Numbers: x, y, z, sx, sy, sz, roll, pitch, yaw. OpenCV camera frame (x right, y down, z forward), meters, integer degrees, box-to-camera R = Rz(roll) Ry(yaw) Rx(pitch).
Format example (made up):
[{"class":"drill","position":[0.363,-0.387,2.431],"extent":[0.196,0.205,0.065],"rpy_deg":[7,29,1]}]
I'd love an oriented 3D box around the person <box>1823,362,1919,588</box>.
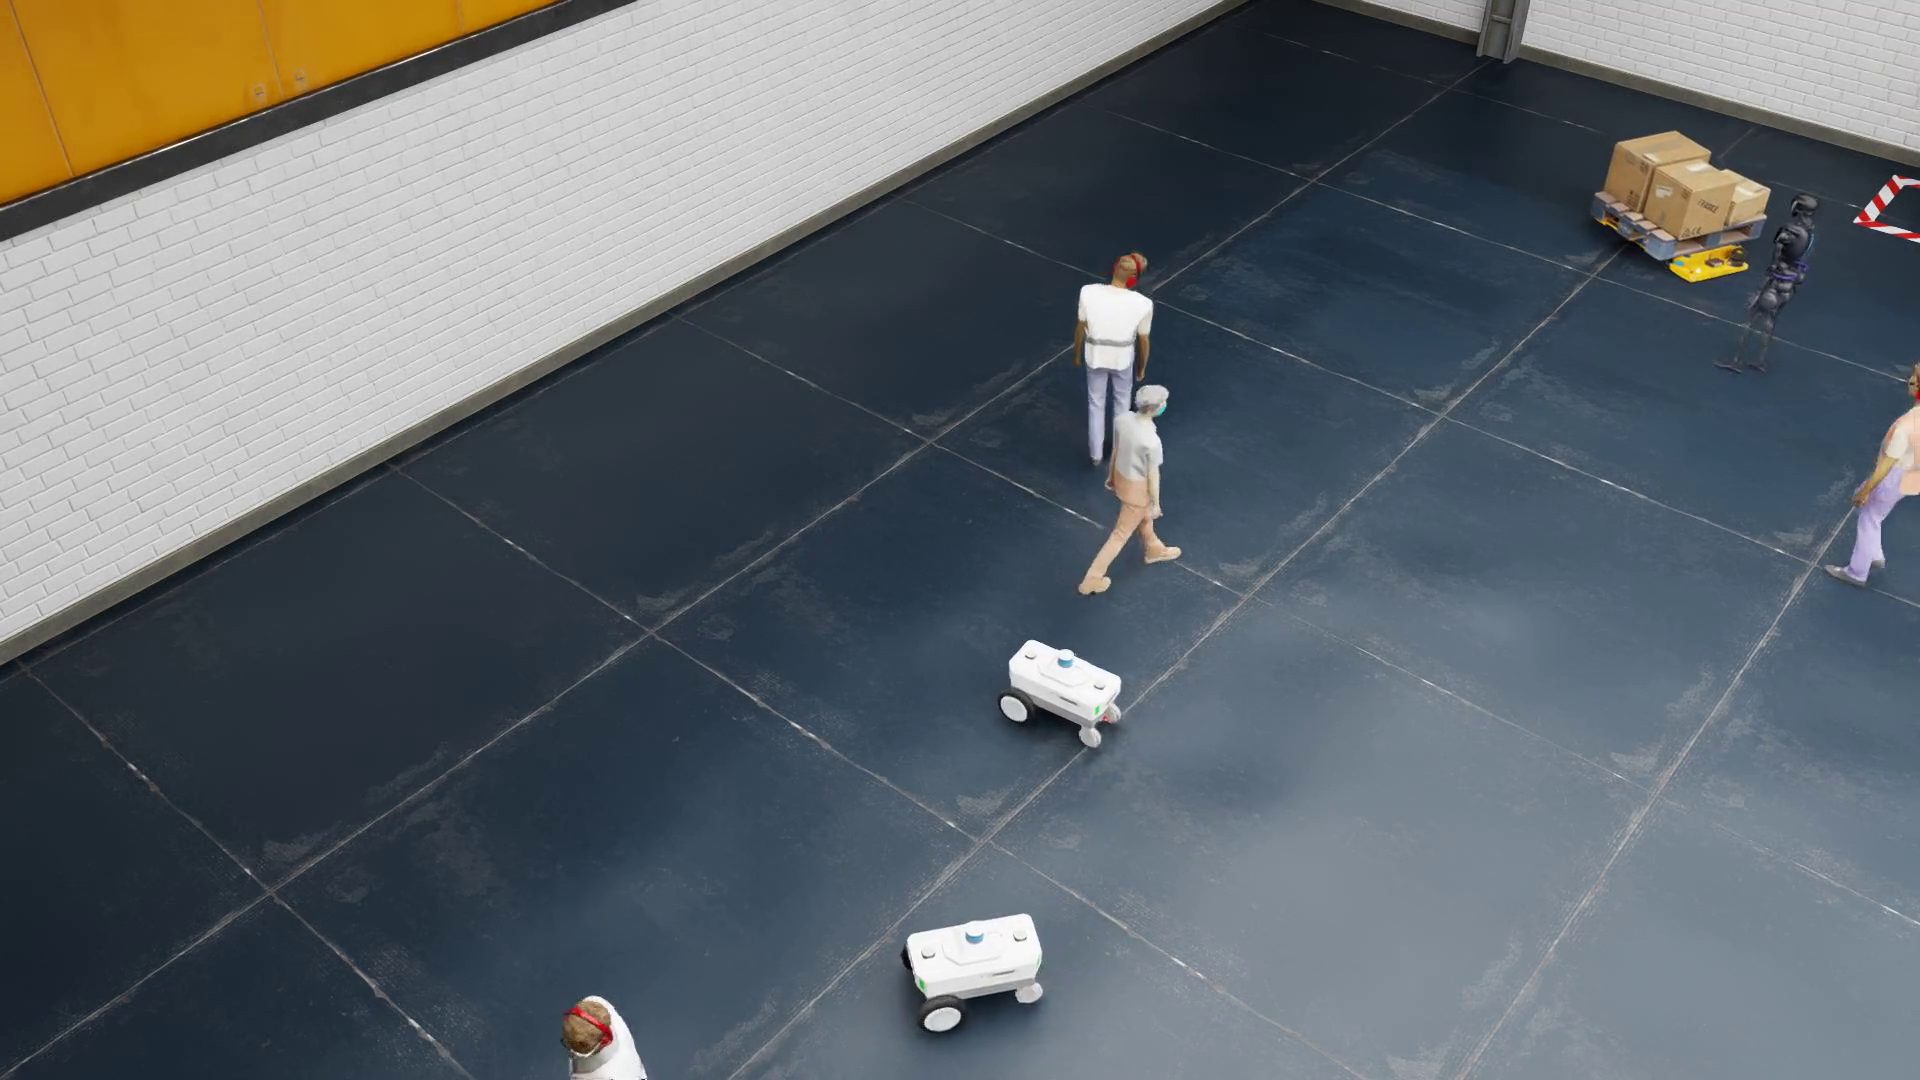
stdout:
[{"class":"person","position":[6.485,-0.438,11.587],"extent":[0.589,1.826,0.473],"rpy_deg":[-27,46,-30]}]

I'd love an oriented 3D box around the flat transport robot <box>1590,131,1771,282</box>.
[{"class":"flat transport robot","position":[6.788,-2.918,15.909],"extent":[0.659,0.231,1.431],"rpy_deg":[-14,41,-17]}]

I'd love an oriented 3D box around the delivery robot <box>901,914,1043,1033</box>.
[{"class":"delivery robot","position":[0.071,2.323,9.161],"extent":[0.769,0.577,0.499],"rpy_deg":[-8,40,-10]}]

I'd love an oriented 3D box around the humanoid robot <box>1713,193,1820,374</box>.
[{"class":"humanoid robot","position":[6.753,-2.147,13.828],"extent":[0.588,1.646,0.472],"rpy_deg":[-29,47,-31]}]

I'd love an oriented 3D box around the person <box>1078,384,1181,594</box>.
[{"class":"person","position":[1.213,-0.375,11.624],"extent":[0.906,1.696,0.488],"rpy_deg":[-18,42,-21]}]

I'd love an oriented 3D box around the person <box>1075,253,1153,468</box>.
[{"class":"person","position":[1.159,-1.360,12.761],"extent":[0.581,1.826,0.408],"rpy_deg":[5,39,6]}]

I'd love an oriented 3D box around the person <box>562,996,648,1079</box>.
[{"class":"person","position":[-1.752,2.719,7.682],"extent":[0.714,1.807,0.588],"rpy_deg":[-13,41,-16]}]

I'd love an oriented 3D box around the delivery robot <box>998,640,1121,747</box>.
[{"class":"delivery robot","position":[0.657,0.965,10.876],"extent":[0.808,0.614,0.499],"rpy_deg":[22,44,25]}]
